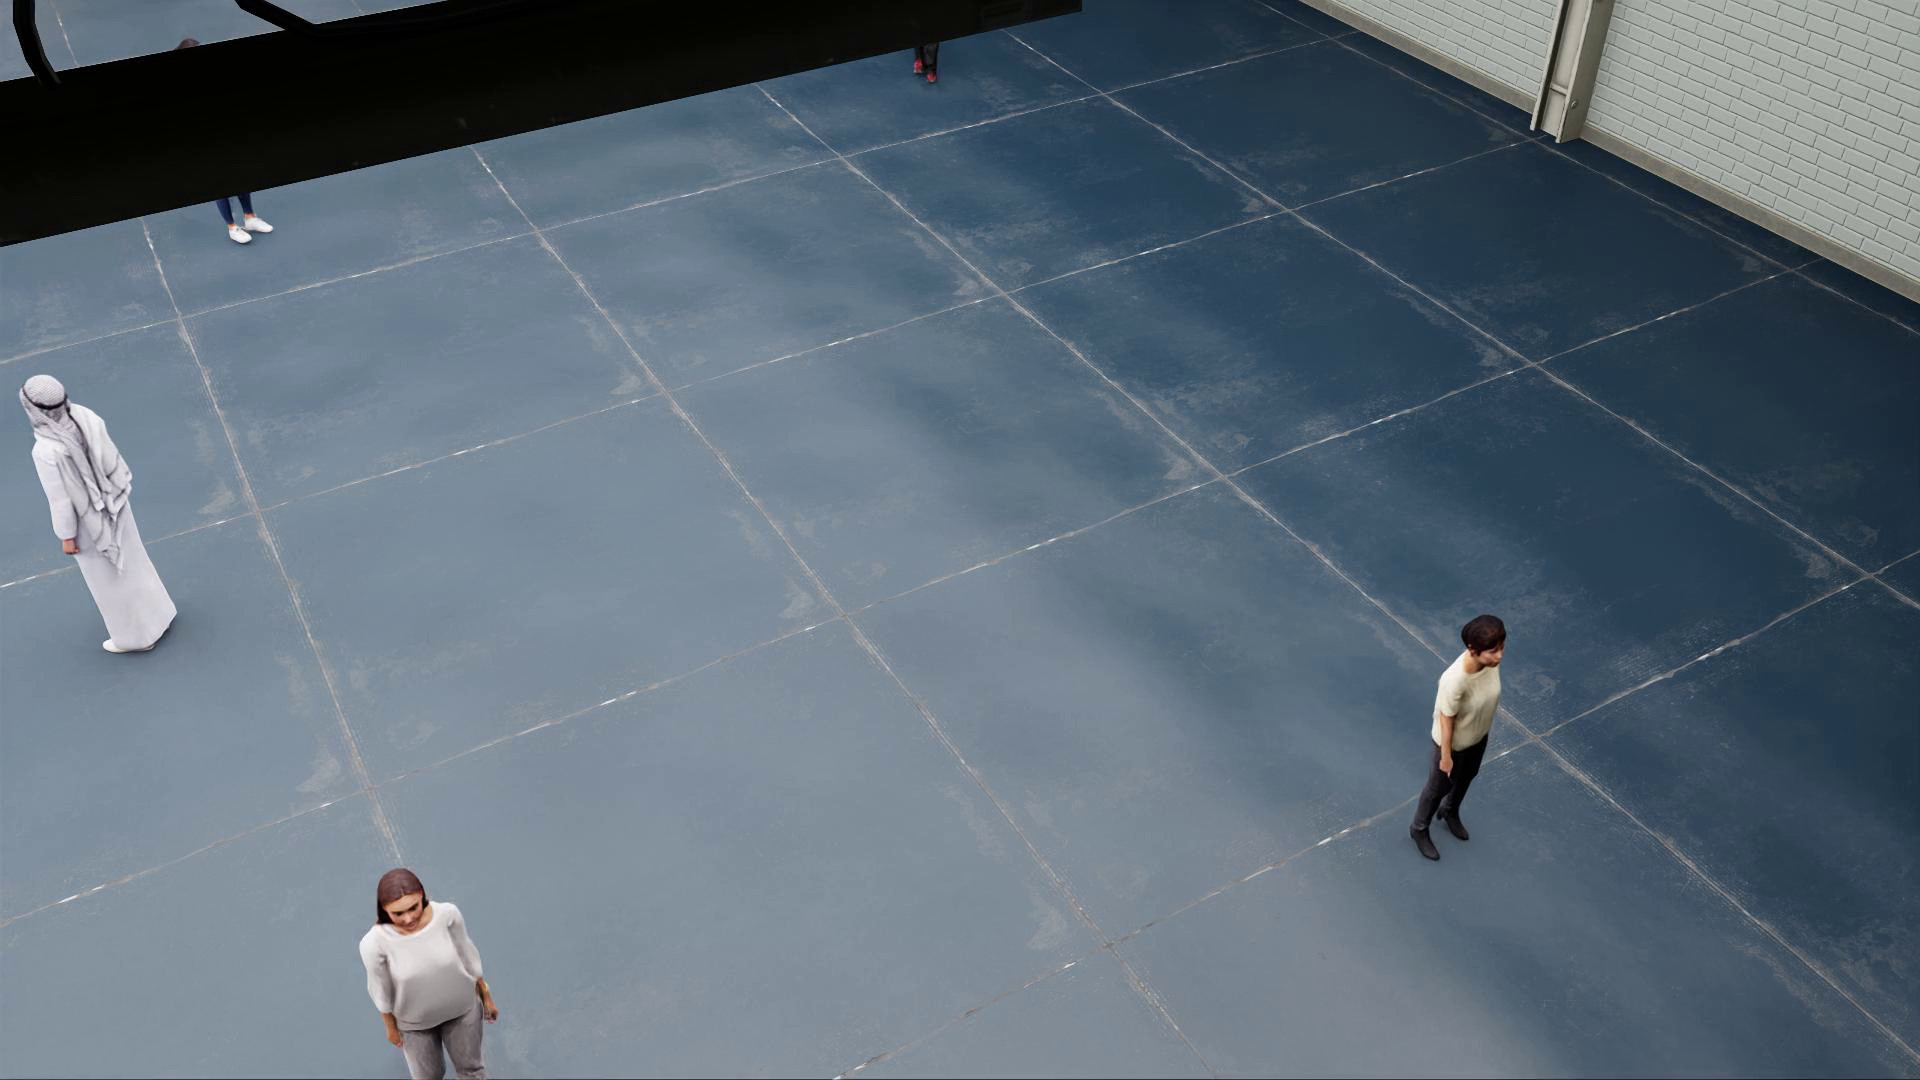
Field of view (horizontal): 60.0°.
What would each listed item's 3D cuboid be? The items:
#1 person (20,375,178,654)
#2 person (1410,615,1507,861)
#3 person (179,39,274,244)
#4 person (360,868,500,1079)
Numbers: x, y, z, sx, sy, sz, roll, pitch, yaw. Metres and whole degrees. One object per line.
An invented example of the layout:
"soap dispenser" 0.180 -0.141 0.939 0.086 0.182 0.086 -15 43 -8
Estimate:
"person" -5.103 -0.150 9.812 0.867 1.926 0.799 8 39 10
"person" 2.570 1.003 8.615 0.626 1.585 0.539 -29 46 -31
"person" -6.279 -3.371 14.052 0.673 1.774 0.653 16 41 19
"person" -2.317 1.996 7.270 0.651 1.679 0.822 -23 44 -27
